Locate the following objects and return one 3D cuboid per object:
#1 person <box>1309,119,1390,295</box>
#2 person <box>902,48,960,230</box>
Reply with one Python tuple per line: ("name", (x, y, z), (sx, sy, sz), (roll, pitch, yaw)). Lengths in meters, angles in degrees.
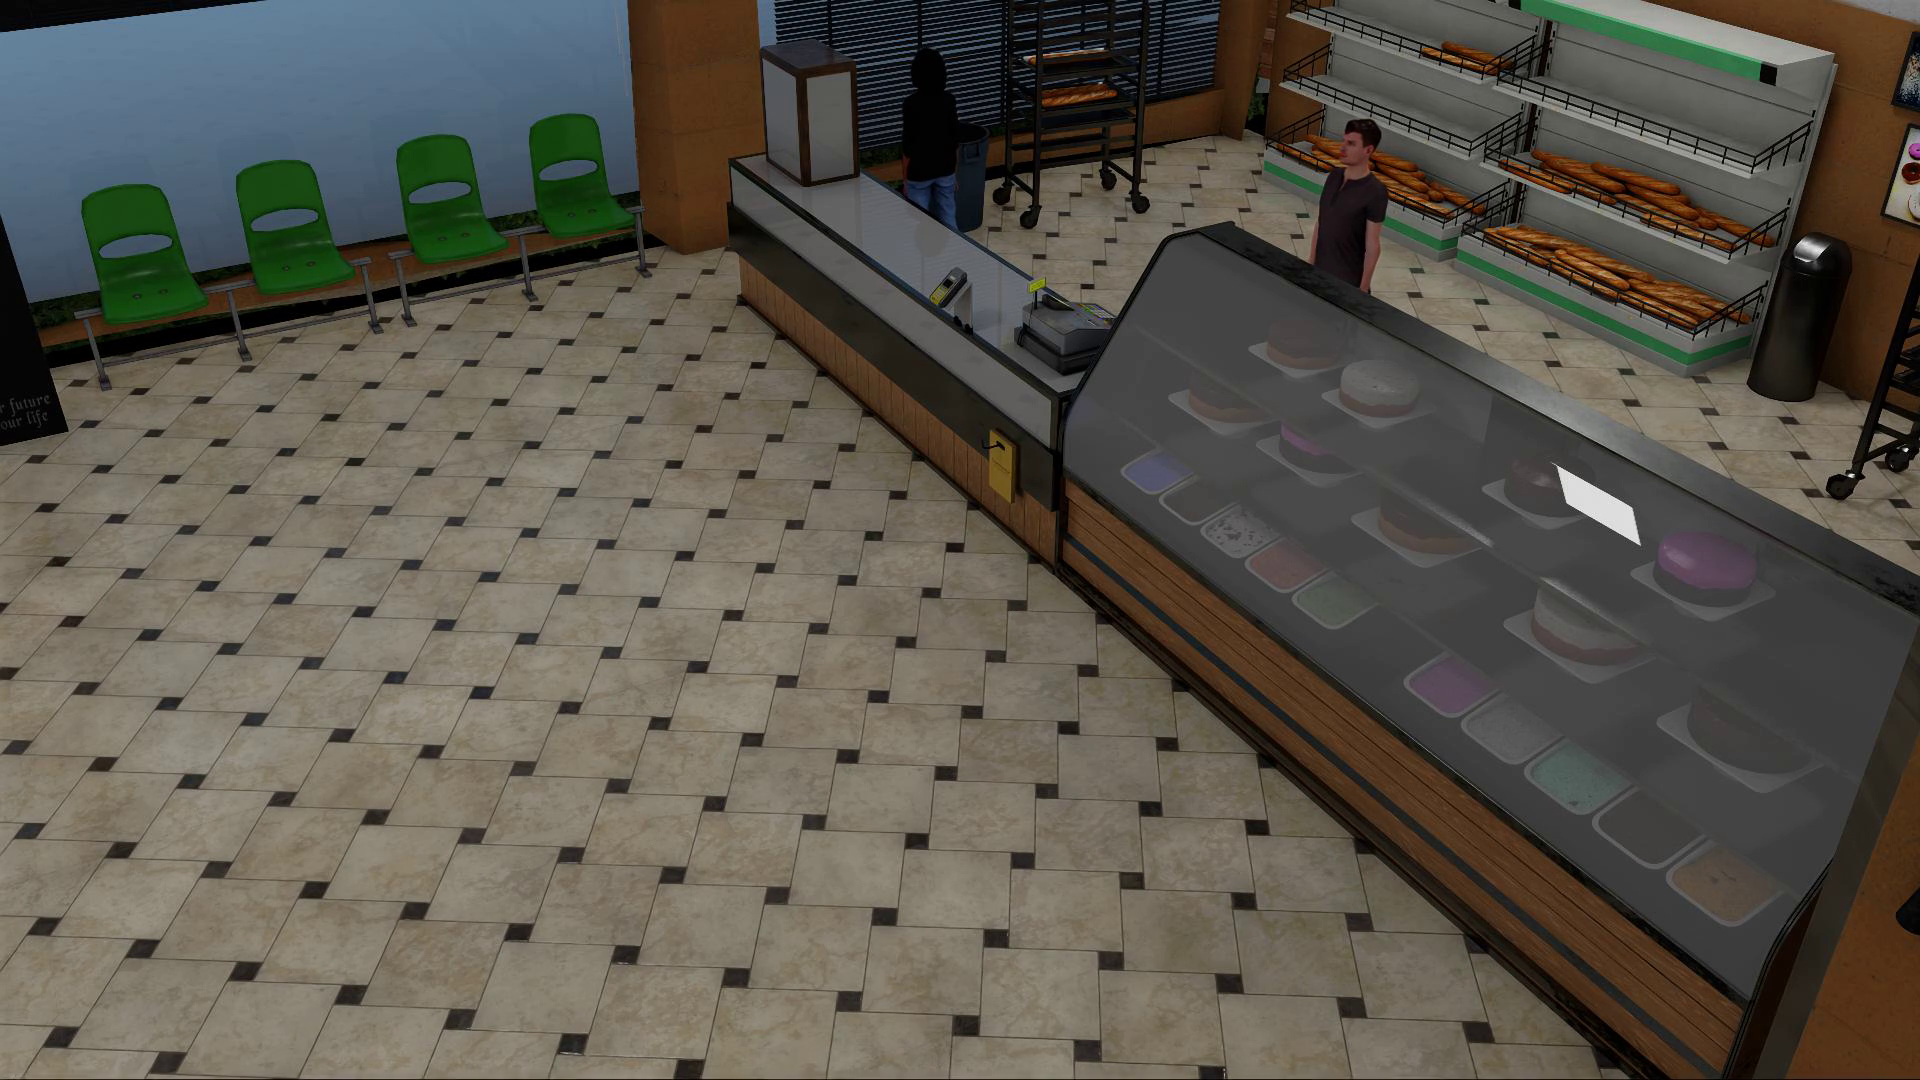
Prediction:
("person", (2.144, -1.457, 9.332), (0.524, 1.853, 0.631), (-17, 36, -25))
("person", (-0.197, -2.394, 10.983), (0.528, 1.701, 0.671), (-11, 34, -17))
